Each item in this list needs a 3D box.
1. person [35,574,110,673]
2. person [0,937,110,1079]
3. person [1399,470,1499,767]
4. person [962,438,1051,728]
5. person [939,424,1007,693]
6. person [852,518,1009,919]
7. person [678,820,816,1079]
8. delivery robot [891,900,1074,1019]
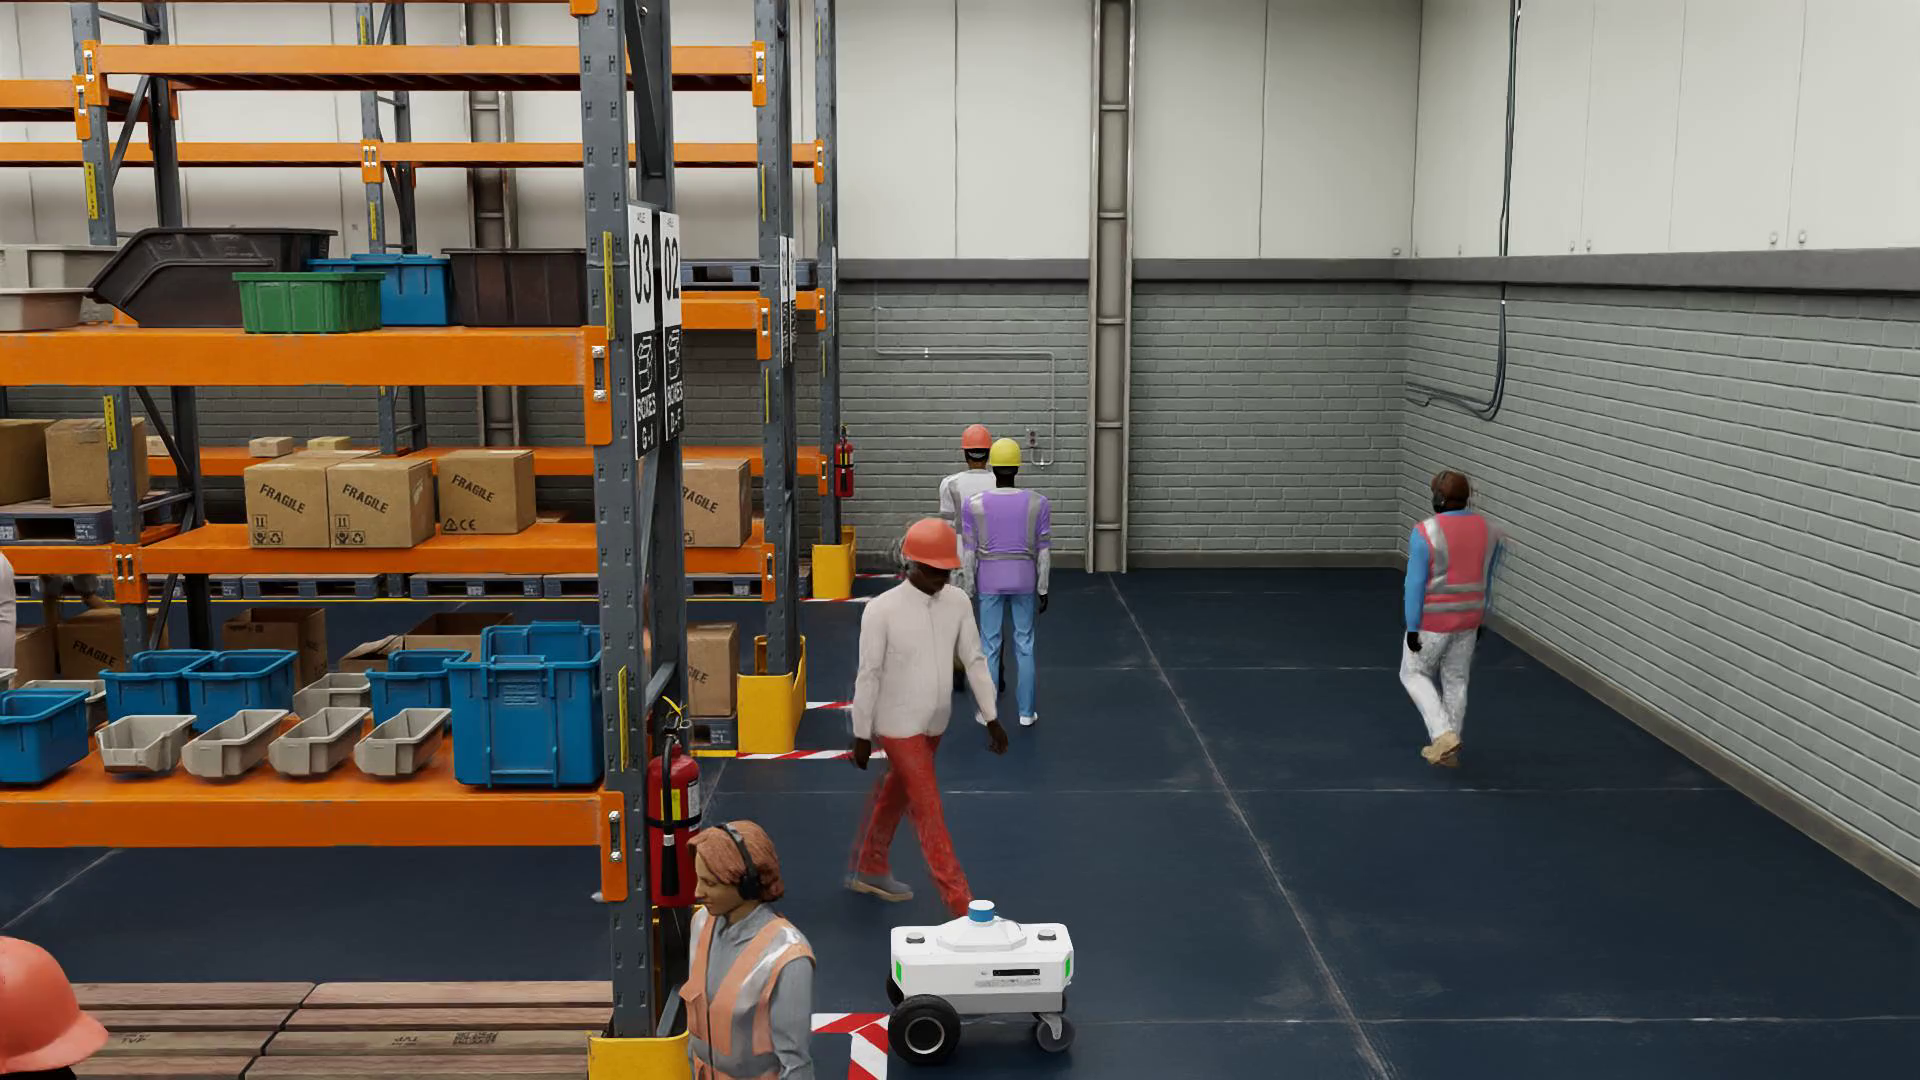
[{"bbox_3d":[-6.612,0.075,12.426,0.724,1.894,0.561,6,11,33],"label":"person"},{"bbox_3d":[-1.551,1.617,2.730,0.456,1.999,0.630,0,9,-1],"label":"person"},{"bbox_3d":[2.944,0.495,10.040,0.626,1.833,0.490,-3,10,-19],"label":"person"},{"bbox_3d":[0.303,0.291,10.979,0.589,1.929,0.365,-1,9,-3],"label":"person"},{"bbox_3d":[0.121,0.135,11.960,0.542,1.928,0.400,0,9,-2],"label":"person"},{"bbox_3d":[-0.154,0.842,7.647,1.066,1.924,0.646,9,13,43],"label":"person"},{"bbox_3d":[-0.542,1.520,4.368,0.313,1.631,0.525,-8,12,-40],"label":"person"},{"bbox_3d":[0.085,1.657,6.520,0.707,0.478,0.477,0,9,-3],"label":"delivery robot"}]
